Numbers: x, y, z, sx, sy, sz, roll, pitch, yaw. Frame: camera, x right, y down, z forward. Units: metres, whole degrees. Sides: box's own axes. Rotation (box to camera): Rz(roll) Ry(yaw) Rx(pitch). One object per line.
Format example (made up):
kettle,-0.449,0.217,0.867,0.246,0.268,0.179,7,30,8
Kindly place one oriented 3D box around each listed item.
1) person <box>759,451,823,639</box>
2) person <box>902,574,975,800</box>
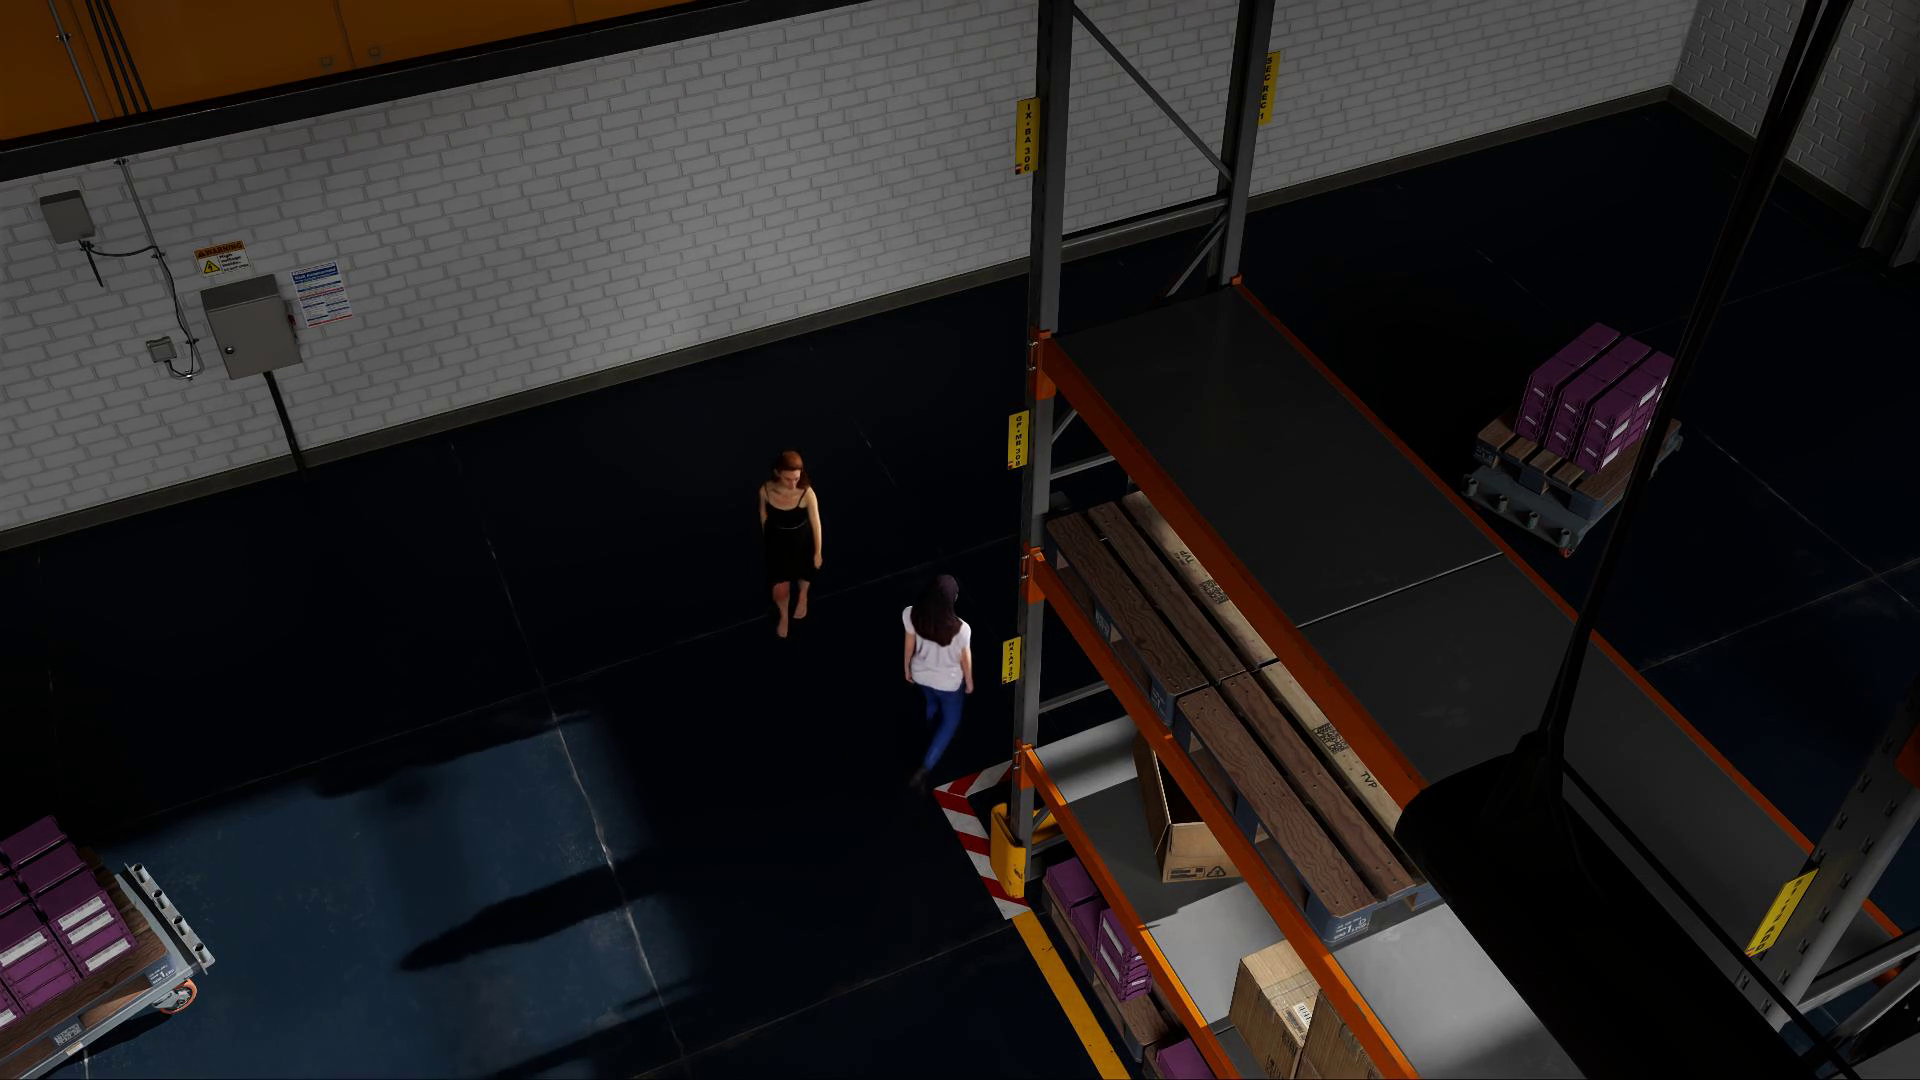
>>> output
person,-1.127,-0.044,11.094,0.744,1.595,0.829,9,44,9
person,-0.166,0.911,10.044,1.003,1.660,0.996,20,47,19
